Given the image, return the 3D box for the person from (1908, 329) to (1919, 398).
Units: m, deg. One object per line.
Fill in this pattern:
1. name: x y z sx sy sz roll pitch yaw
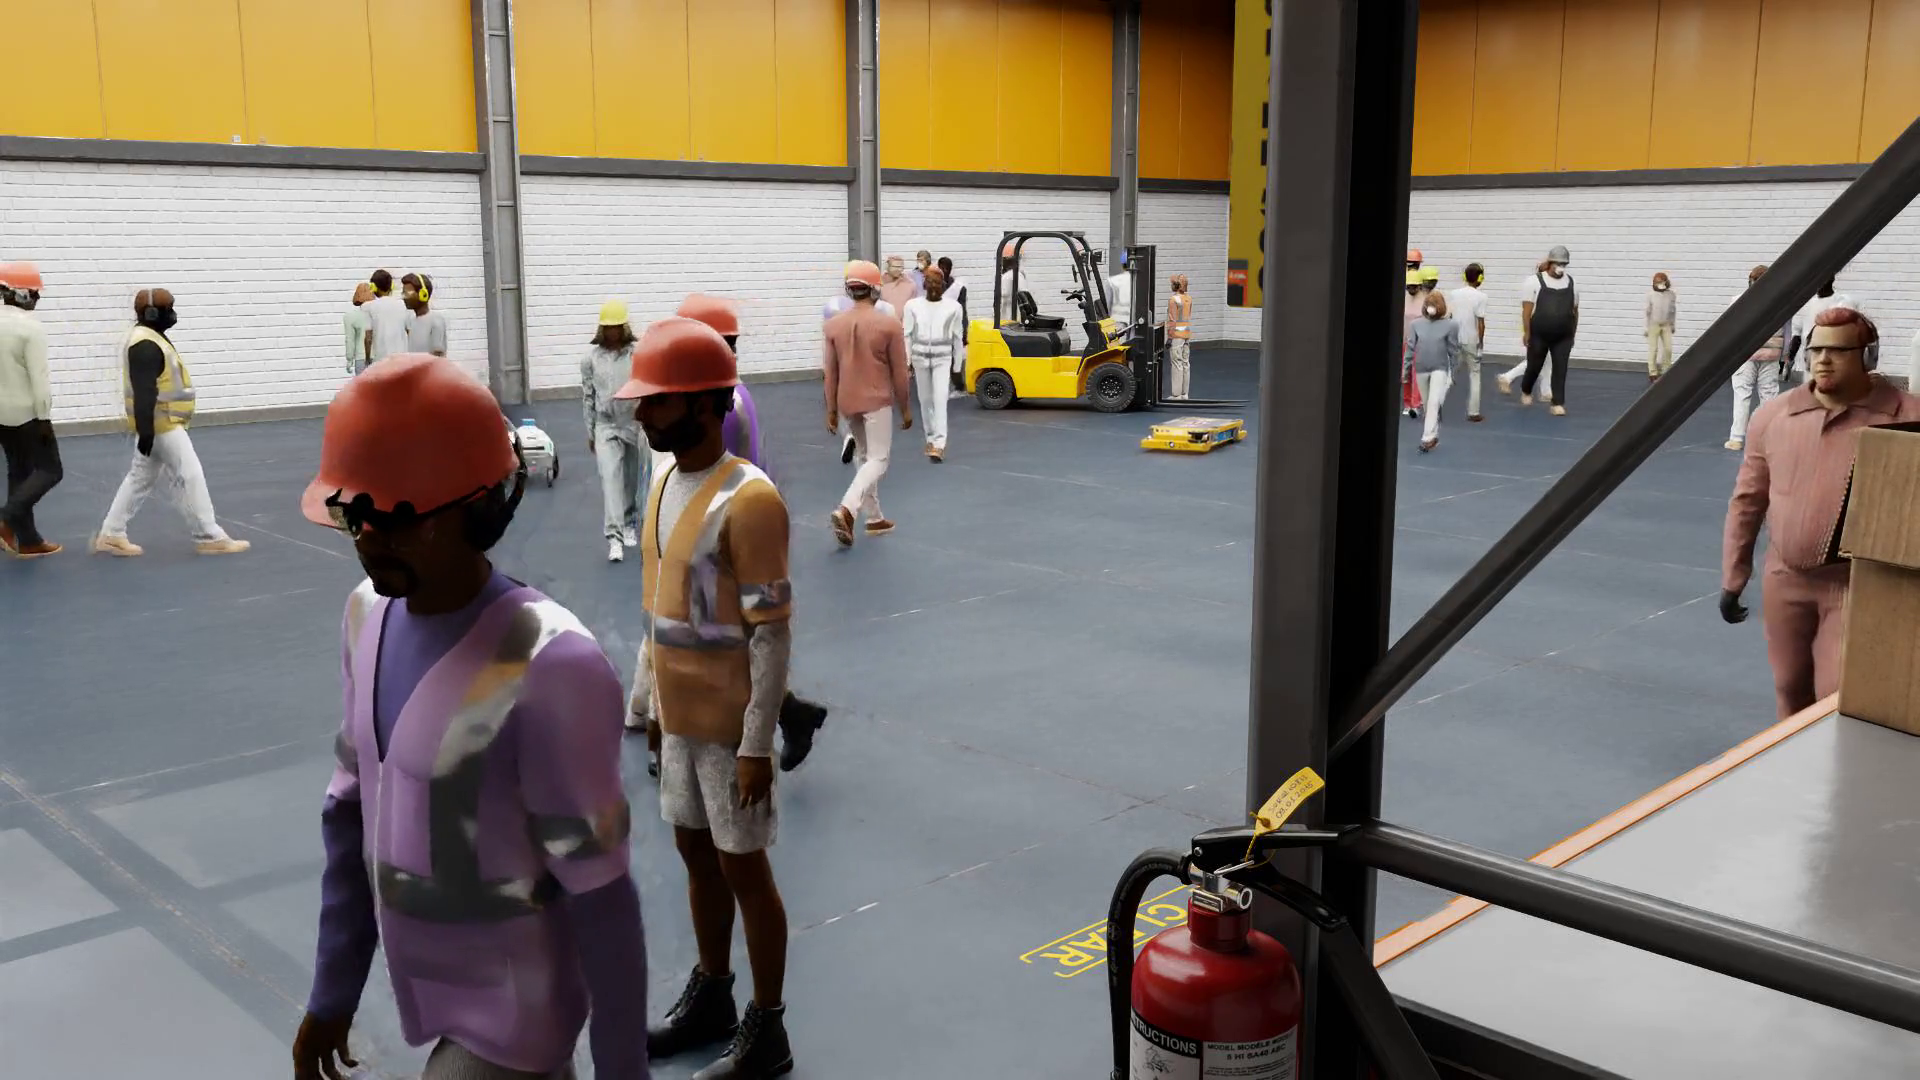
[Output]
1. person: 5.973 -0.638 9.902 0.627 1.940 0.376 10 14 44

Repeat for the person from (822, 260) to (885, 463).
1. person: -0.976 -1.632 15.409 0.594 1.909 0.637 -2 11 -9

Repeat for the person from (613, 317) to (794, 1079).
1. person: -0.641 0.423 4.117 0.376 1.936 0.549 -8 13 -37

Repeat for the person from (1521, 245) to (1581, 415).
1. person: 7.059 -2.526 19.919 0.689 2.000 0.746 1 10 3

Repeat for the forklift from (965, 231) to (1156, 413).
1. forklift: 1.222 -2.721 20.561 2.313 2.155 1.214 2 11 13

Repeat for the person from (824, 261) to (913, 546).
1. person: -0.679 -0.948 11.546 0.611 1.968 0.908 6 12 30

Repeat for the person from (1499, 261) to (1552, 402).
1. person: 7.385 -2.672 21.336 0.712 1.817 0.621 7 12 33

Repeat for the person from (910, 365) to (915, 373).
1. person: -0.746 -2.684 21.813 0.828 1.662 0.532 -3 11 -16

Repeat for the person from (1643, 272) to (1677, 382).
1. person: 10.158 -3.090 24.187 0.538 1.593 0.430 -1 10 -4

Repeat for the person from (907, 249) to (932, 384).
1. person: -0.517 -3.137 23.537 0.639 1.927 0.437 6 12 29

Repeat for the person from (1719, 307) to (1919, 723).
1. person: 2.965 0.151 5.738 0.575 1.886 0.672 -9 14 -41

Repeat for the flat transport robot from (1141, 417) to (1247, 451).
1. flat transport robot: 2.395 -1.090 16.912 0.652 0.197 1.431 5 11 26

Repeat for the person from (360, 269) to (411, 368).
1. person: -5.449 -1.684 15.991 0.572 1.806 0.887 -9 13 -39

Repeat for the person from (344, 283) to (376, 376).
1. person: -6.197 -1.875 17.478 0.498 1.634 0.278 -7 12 -32

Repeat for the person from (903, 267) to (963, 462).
1. person: -0.267 -1.671 15.841 0.577 1.832 0.972 1 10 8

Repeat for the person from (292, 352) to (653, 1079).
1. person: -0.682 0.684 2.615 1.069 1.988 0.602 -9 13 -39

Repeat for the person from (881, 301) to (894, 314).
1. person: -0.957 -1.992 17.870 0.519 1.726 0.818 -1 10 -7

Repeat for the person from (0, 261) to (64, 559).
1. person: -6.161 -0.819 10.822 0.637 1.973 0.578 4 11 21

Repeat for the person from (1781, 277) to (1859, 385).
1. person: 7.671 -1.578 15.012 0.792 1.934 0.648 -3 11 -15

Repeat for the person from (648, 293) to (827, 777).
1. person: -0.887 0.014 6.405 0.631 1.919 0.566 -1 10 -4

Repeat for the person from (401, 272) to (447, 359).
1. person: -4.066 -1.124 12.791 0.551 1.854 0.556 10 14 43

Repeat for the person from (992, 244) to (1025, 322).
1. person: 0.535 -2.894 22.023 0.983 2.000 0.639 4 11 22

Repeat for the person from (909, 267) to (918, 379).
1. person: -0.594 -3.227 24.704 0.534 1.690 0.319 4 11 21

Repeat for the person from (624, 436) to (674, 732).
1. person: -1.120 0.019 7.244 0.865 1.585 0.535 -8 13 -37

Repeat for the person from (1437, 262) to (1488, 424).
1. person: 5.693 -2.227 18.874 0.511 1.839 0.847 10 15 44

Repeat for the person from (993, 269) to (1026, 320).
1. person: 0.707 -3.341 24.487 0.396 1.992 0.619 -9 14 -41

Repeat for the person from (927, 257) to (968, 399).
1. person: -0.205 -2.711 21.433 0.662 1.857 1.002 9 14 40

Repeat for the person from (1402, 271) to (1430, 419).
1. person: 5.296 -2.283 19.475 0.566 1.714 0.917 5 11 25

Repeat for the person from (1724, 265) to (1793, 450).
1. person: 7.909 -1.803 16.537 0.621 1.838 0.429 1 10 8

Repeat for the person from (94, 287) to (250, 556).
1. person: -5.331 -0.773 11.032 0.944 1.801 0.639 -4 11 -22

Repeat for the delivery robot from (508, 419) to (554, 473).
1. delivery robot: -3.702 -0.800 14.307 0.477 0.478 0.707 -4 11 -19

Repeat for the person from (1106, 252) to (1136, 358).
1. person: 2.359 -3.116 23.519 0.601 1.913 0.962 0 10 -1

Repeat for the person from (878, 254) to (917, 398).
1. person: -0.831 -2.645 20.982 0.683 1.882 0.501 -3 11 -17

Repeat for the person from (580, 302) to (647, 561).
1. person: -2.268 -0.744 11.143 0.504 1.699 0.904 -2 11 -13

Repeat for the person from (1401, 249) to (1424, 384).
1. person: 6.436 -3.176 23.752 0.378 1.933 0.551 -10 14 -43

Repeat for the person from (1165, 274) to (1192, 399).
1. person: 2.803 -2.590 21.348 0.309 1.645 0.515 7 12 32

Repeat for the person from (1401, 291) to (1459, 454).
1. person: 4.660 -1.666 16.468 0.509 1.583 0.876 7 13 34

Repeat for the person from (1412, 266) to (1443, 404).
1. person: 5.877 -2.579 21.004 0.511 1.748 0.407 -3 11 -18
